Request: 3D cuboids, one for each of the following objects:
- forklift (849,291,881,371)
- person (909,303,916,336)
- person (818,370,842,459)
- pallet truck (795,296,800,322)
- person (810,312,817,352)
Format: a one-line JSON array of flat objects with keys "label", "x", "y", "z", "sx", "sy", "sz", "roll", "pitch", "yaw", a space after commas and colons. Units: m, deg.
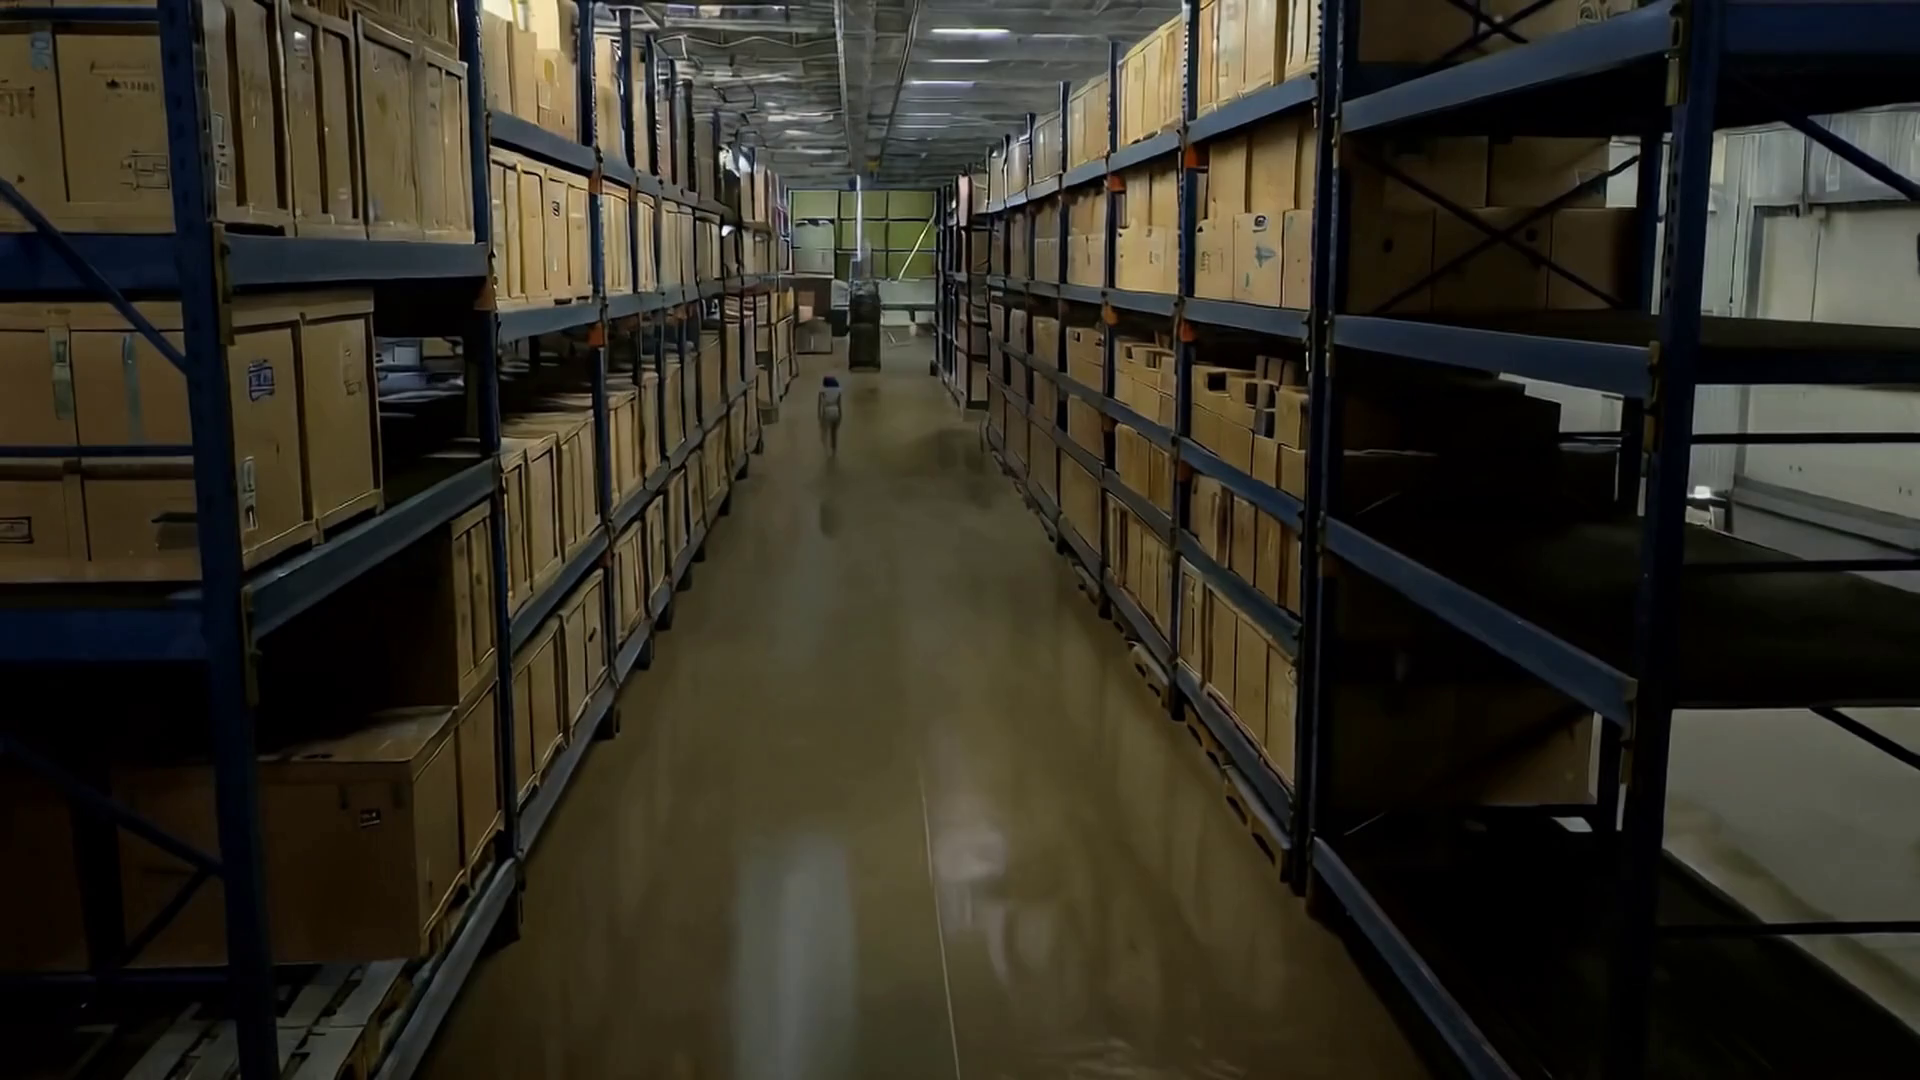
[{"label": "forklift", "x": -3.352, "y": -7.375, "z": 58.520, "sx": 1.129, "sy": 2.768, "sz": 1.873, "roll": 0, "pitch": 10, "yaw": -3}, {"label": "person", "x": -2.472, "y": -11.503, "z": 86.742, "sx": 0.319, "sy": 1.687, "sz": 0.539, "roll": 3, "pitch": 10, "yaw": 18}, {"label": "person", "x": -2.547, "y": -2.447, "z": 32.538, "sx": 0.491, "sy": 1.732, "sz": 0.366, "roll": -3, "pitch": 10, "yaw": -15}, {"label": "pallet truck", "x": -8.622, "y": -12.439, "z": 91.403, "sx": 1.885, "sy": 1.965, "sz": 0.823, "roll": 2, "pitch": 10, "yaw": 13}, {"label": "person", "x": -6.286, "y": -8.915, "z": 71.262, "sx": 0.320, "sy": 1.692, "sz": 0.531, "roll": -2, "pitch": 10, "yaw": -14}]
